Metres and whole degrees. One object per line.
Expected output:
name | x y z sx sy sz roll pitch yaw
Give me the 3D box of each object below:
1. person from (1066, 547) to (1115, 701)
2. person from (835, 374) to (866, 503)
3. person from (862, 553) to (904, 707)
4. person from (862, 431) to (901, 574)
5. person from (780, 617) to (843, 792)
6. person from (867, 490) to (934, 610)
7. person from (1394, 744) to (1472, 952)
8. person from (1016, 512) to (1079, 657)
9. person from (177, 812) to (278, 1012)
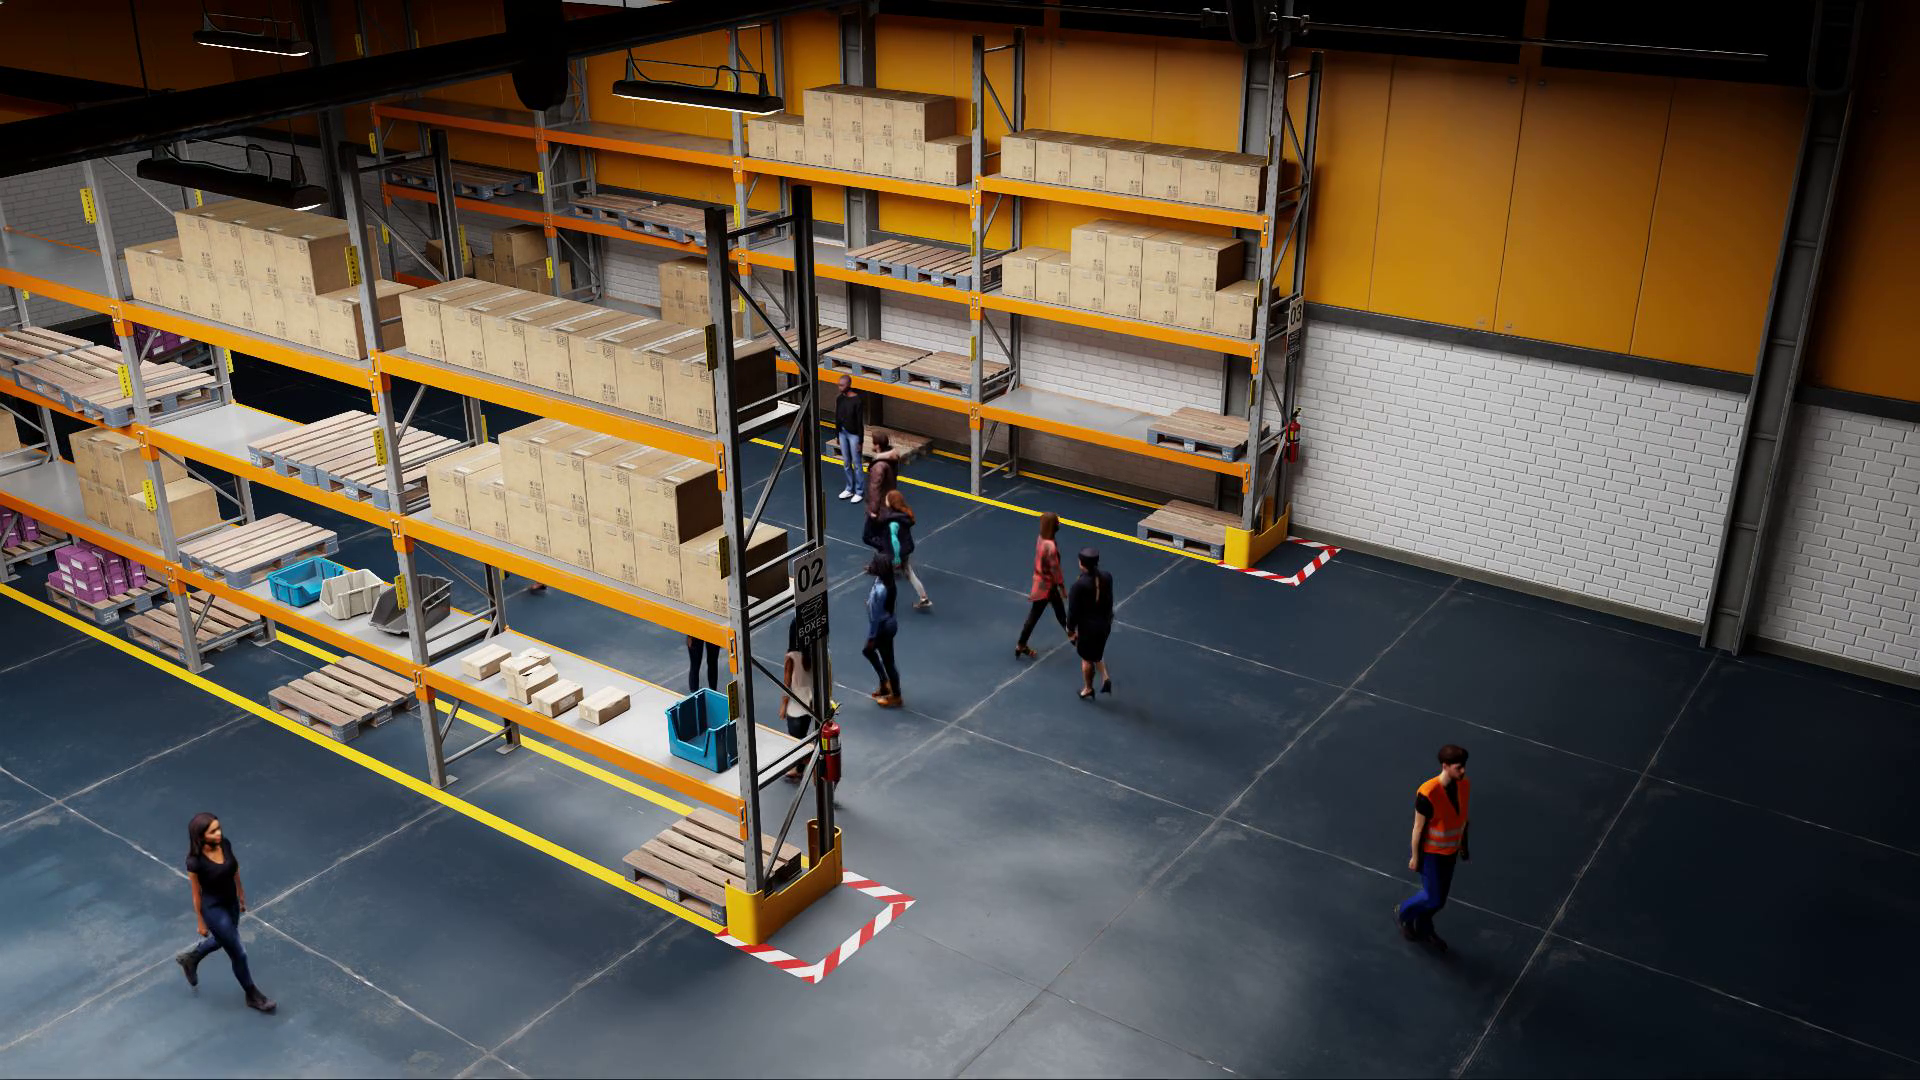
person | 1.395 0.910 16.947 0.774 1.661 0.767 -21 31 -39
person | -1.441 -1.375 22.070 0.473 1.744 0.650 15 28 31
person | -0.673 0.924 16.868 0.815 1.698 0.768 0 24 0
person | -0.866 -0.406 19.739 0.953 1.835 0.920 4 24 8
person | -1.390 1.556 15.334 0.975 1.769 0.600 15 28 31
person | -0.627 0.154 18.926 1.068 1.462 0.792 6 24 13
person | 3.738 2.410 13.253 0.794 1.871 0.829 -17 29 -33
person | 0.828 0.517 17.855 1.151 1.654 1.085 -4 24 -9
person | -5.665 2.799 12.565 1.151 1.709 0.777 7 25 16
